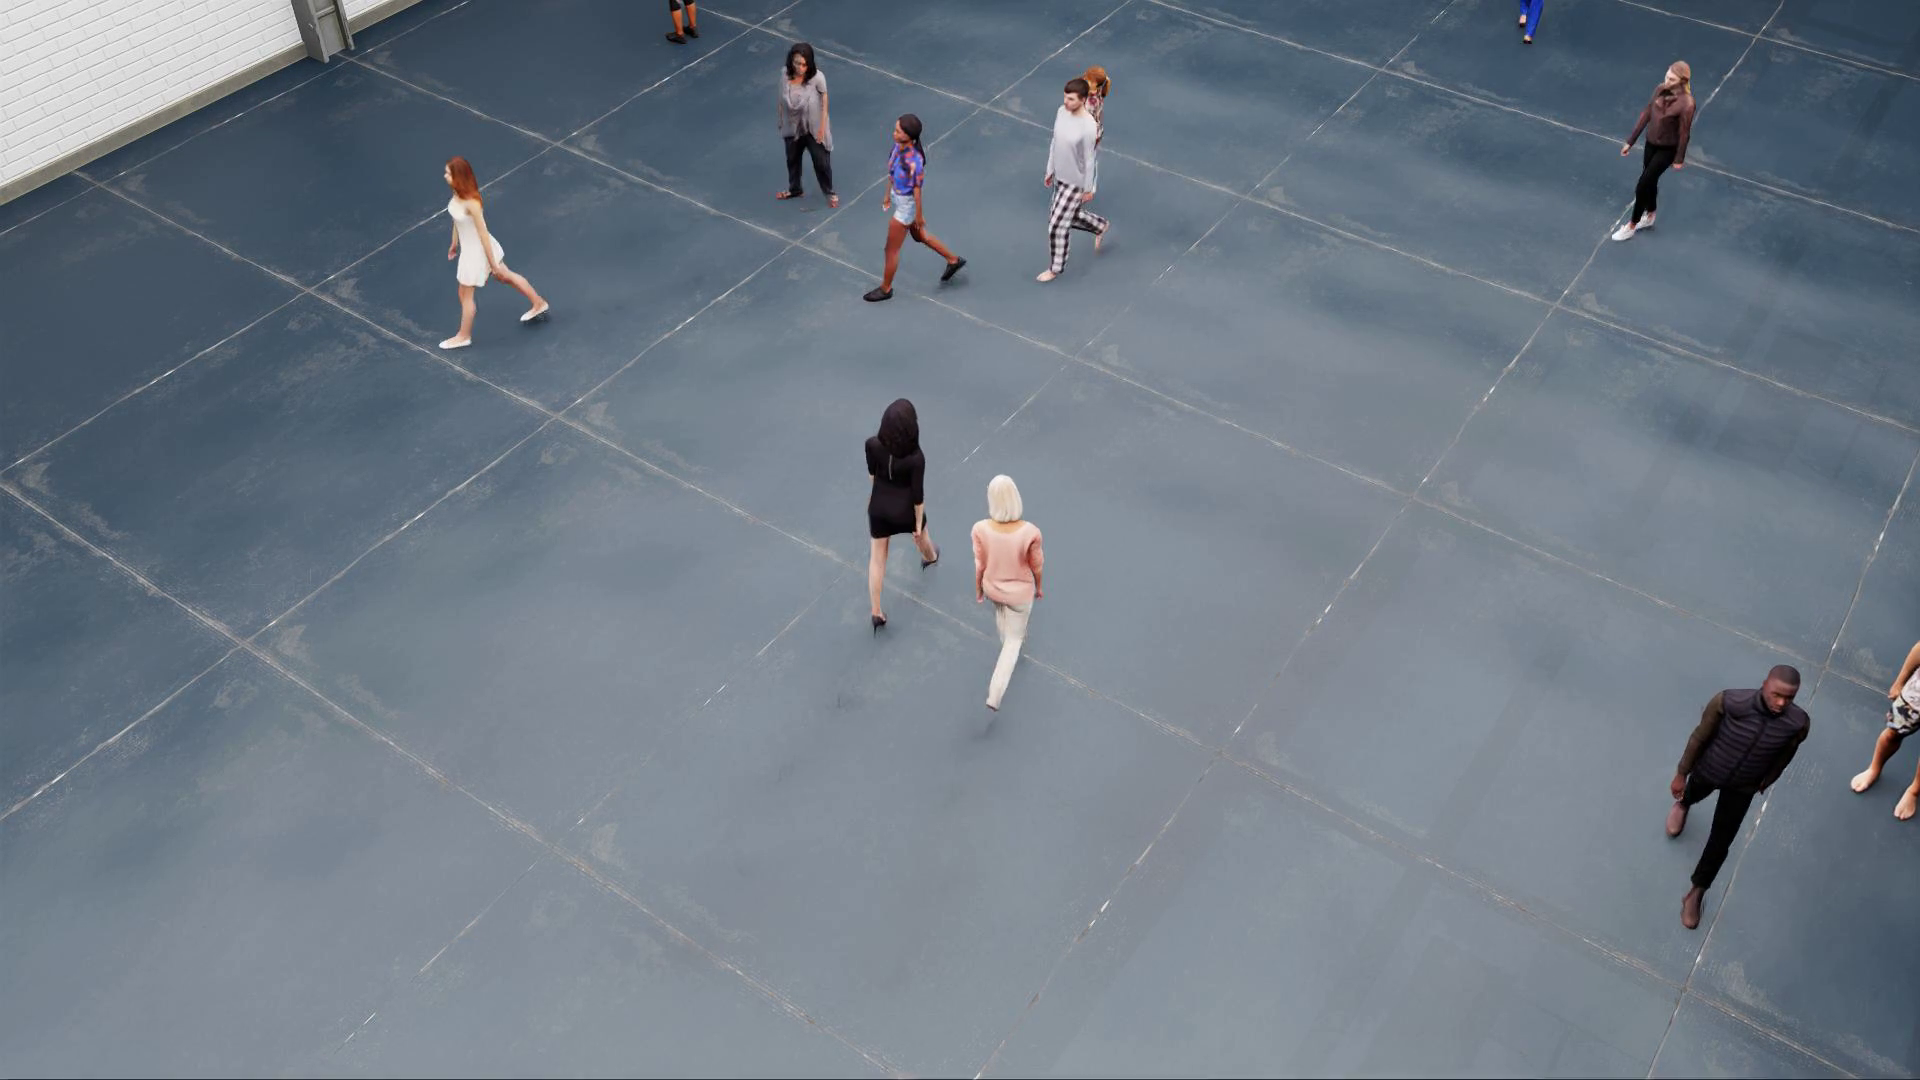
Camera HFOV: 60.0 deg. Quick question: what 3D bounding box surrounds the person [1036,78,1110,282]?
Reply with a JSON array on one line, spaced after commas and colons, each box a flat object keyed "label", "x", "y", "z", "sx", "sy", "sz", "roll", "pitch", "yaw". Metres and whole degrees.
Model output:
[{"label": "person", "x": 1.000, "y": -3.083, "z": 14.076, "sx": 1.138, "sy": 1.820, "sz": 0.911, "roll": -23, "pitch": 48, "yaw": -22}]

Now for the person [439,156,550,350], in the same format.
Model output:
[{"label": "person", "x": -3.797, "y": -2.359, "z": 13.427, "sx": 1.227, "sy": 1.666, "sz": 0.973, "roll": -18, "pitch": 47, "yaw": -18}]

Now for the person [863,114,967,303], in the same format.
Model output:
[{"label": "person", "x": -0.356, "y": -2.774, "z": 13.835, "sx": 1.212, "sy": 1.705, "sz": 1.049, "roll": -12, "pitch": 45, "yaw": -12}]

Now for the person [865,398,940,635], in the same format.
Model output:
[{"label": "person", "x": -0.472, "y": -0.111, "z": 11.000, "sx": 0.792, "sy": 1.759, "sz": 1.162, "roll": 14, "pitch": 45, "yaw": 14}]

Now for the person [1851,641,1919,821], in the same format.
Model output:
[{"label": "person", "x": 5.851, "y": 0.915, "z": 9.887, "sx": 0.713, "sy": 1.809, "sz": 0.630, "roll": 34, "pitch": 53, "yaw": 30}]

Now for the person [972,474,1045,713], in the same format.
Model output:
[{"label": "person", "x": 0.287, "y": 0.365, "z": 10.552, "sx": 0.866, "sy": 1.689, "sz": 1.144, "roll": 10, "pitch": 45, "yaw": 11}]

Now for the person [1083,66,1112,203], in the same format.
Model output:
[{"label": "person", "x": 1.177, "y": -3.692, "z": 15.089, "sx": 0.644, "sy": 1.304, "sz": 0.531, "roll": 15, "pitch": 46, "yaw": 15}]

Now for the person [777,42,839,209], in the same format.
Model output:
[{"label": "person", "x": -1.411, "y": -3.744, "z": 14.935, "sx": 0.814, "sy": 1.592, "sz": 0.735, "roll": 29, "pitch": 51, "yaw": 27}]

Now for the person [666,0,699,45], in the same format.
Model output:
[{"label": "person", "x": -2.957, "y": -5.981, "z": 17.231, "sx": 0.635, "sy": 1.664, "sz": 0.458, "roll": 23, "pitch": 48, "yaw": 22}]

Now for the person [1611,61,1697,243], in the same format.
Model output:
[{"label": "person", "x": 6.191, "y": -3.433, "z": 14.550, "sx": 0.911, "sy": 1.673, "sz": 0.830, "roll": -13, "pitch": 45, "yaw": -13}]

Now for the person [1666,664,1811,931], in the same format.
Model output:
[{"label": "person", "x": 4.374, "y": 1.278, "z": 9.519, "sx": 0.873, "sy": 1.791, "sz": 1.252, "roll": 16, "pitch": 46, "yaw": 16}]
